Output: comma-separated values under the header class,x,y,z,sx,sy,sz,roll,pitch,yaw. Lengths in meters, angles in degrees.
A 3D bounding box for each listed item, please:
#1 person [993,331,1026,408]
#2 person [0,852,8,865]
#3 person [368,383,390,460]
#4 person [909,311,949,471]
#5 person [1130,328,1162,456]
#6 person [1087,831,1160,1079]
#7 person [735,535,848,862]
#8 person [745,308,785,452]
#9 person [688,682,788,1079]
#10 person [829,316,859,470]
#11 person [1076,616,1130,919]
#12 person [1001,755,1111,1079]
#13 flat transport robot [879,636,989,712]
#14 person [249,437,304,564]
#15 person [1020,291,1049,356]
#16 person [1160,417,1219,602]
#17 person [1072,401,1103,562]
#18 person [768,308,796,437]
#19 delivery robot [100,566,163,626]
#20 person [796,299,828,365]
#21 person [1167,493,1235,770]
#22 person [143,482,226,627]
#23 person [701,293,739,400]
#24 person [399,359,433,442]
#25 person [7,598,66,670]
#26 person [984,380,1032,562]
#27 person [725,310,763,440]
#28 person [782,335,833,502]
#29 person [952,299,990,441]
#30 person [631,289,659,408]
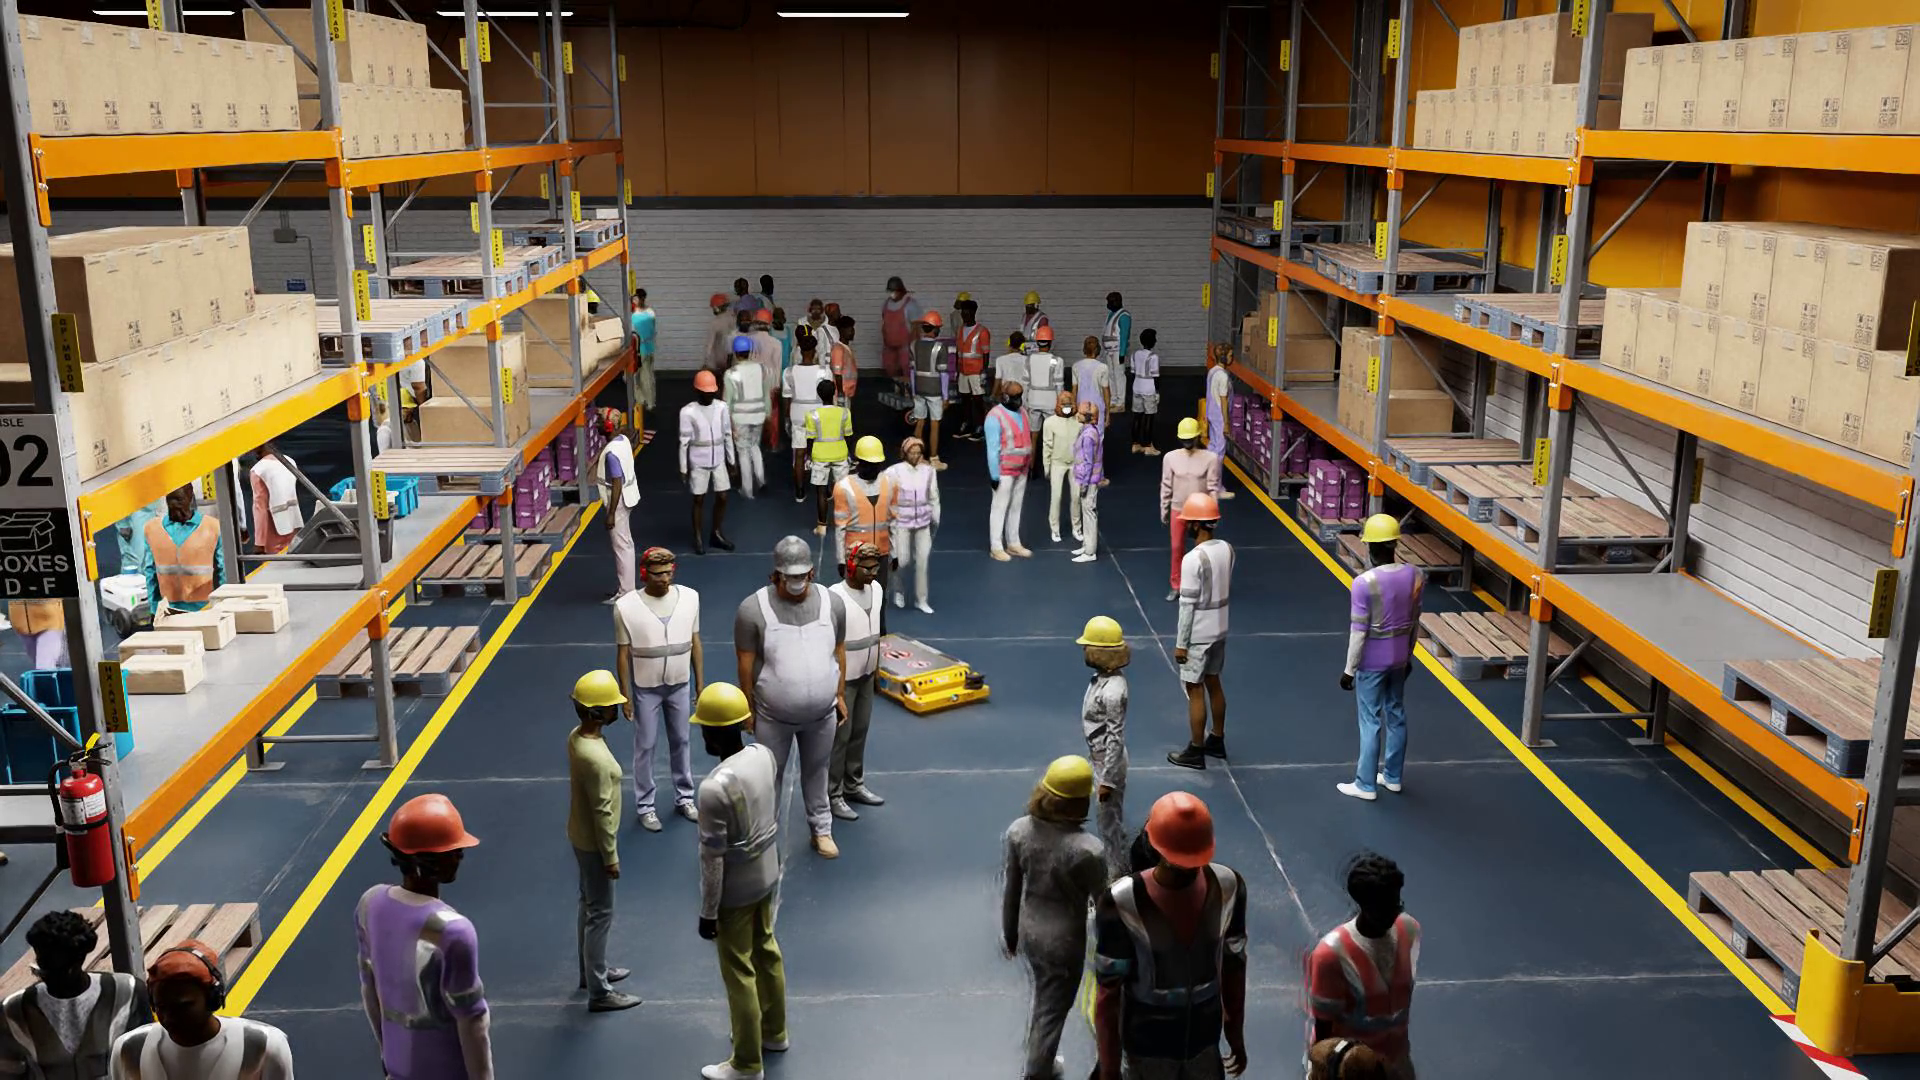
class,x,y,z,sx,sy,sz,roll,pitch,yaw
person,0.669,-1.668,20.661,0.548,1.851,0.370,-4,15,-16
person,-5.998,1.001,9.777,0.366,2.047,0.608,9,17,30
person,-7.513,-1.839,21.539,0.345,1.740,0.565,-7,16,-25
person,-0.366,-1.890,21.168,0.602,2.035,0.409,11,18,36
person,2.481,-1.965,22.117,0.315,1.696,0.541,-9,17,-33
person,0.718,1.956,6.821,0.757,1.637,0.538,4,15,15
person,-0.970,0.959,9.954,0.683,2.000,0.536,-5,15,-20
person,-2.646,-2.085,22.058,0.621,1.968,0.855,6,15,22
person,-1.052,1.586,7.750,0.399,1.918,0.584,5,15,19
person,-1.488,-1.896,21.308,0.374,1.966,0.607,2,14,6
person,0.794,1.268,9.335,0.308,1.743,0.494,0,14,-1
person,0.471,1.760,7.462,0.491,1.712,0.667,11,18,37
flat transport robot,-0.447,1.023,13.229,0.652,0.197,1.431,-10,18,-34
person,-5.842,-0.065,14.250,0.409,1.906,0.602,2,14,6
person,1.117,-2.912,25.593,0.403,1.824,0.591,-9,17,-30
person,2.107,-0.271,15.352,0.543,1.756,0.361,3,15,13
person,1.288,-0.595,16.844,0.308,1.645,0.516,1,14,5
person,-2.530,-2.352,23.426,0.524,1.796,0.903,-5,15,-18
delivery robot,-7.262,0.473,14.630,0.707,0.478,0.477,13,19,40
person,-2.139,-2.672,24.633,0.599,1.822,0.481,-1,14,-3
person,1.653,0.623,11.502,0.389,1.929,0.546,11,18,38
person,-5.617,0.460,12.154,0.592,1.922,0.392,-2,14,-7
person,-3.409,-2.598,24.146,1.036,1.935,0.606,9,17,31
person,-6.578,-1.646,20.179,0.536,2.000,0.683,-12,18,-39
person,-6.507,0.598,11.726,0.594,1.861,1.046,0,14,0
person,0.513,-0.710,16.911,0.429,1.841,0.635,11,18,37
person,-2.988,-2.275,23.056,0.503,1.839,0.340,-8,16,-28
person,-1.766,-1.413,19.414,0.608,1.965,0.370,1,14,6
person,0.149,-2.369,23.165,0.361,1.963,0.612,-14,20,-43
person,-4.838,-2.921,25.513,0.622,1.879,0.461,13,19,41
